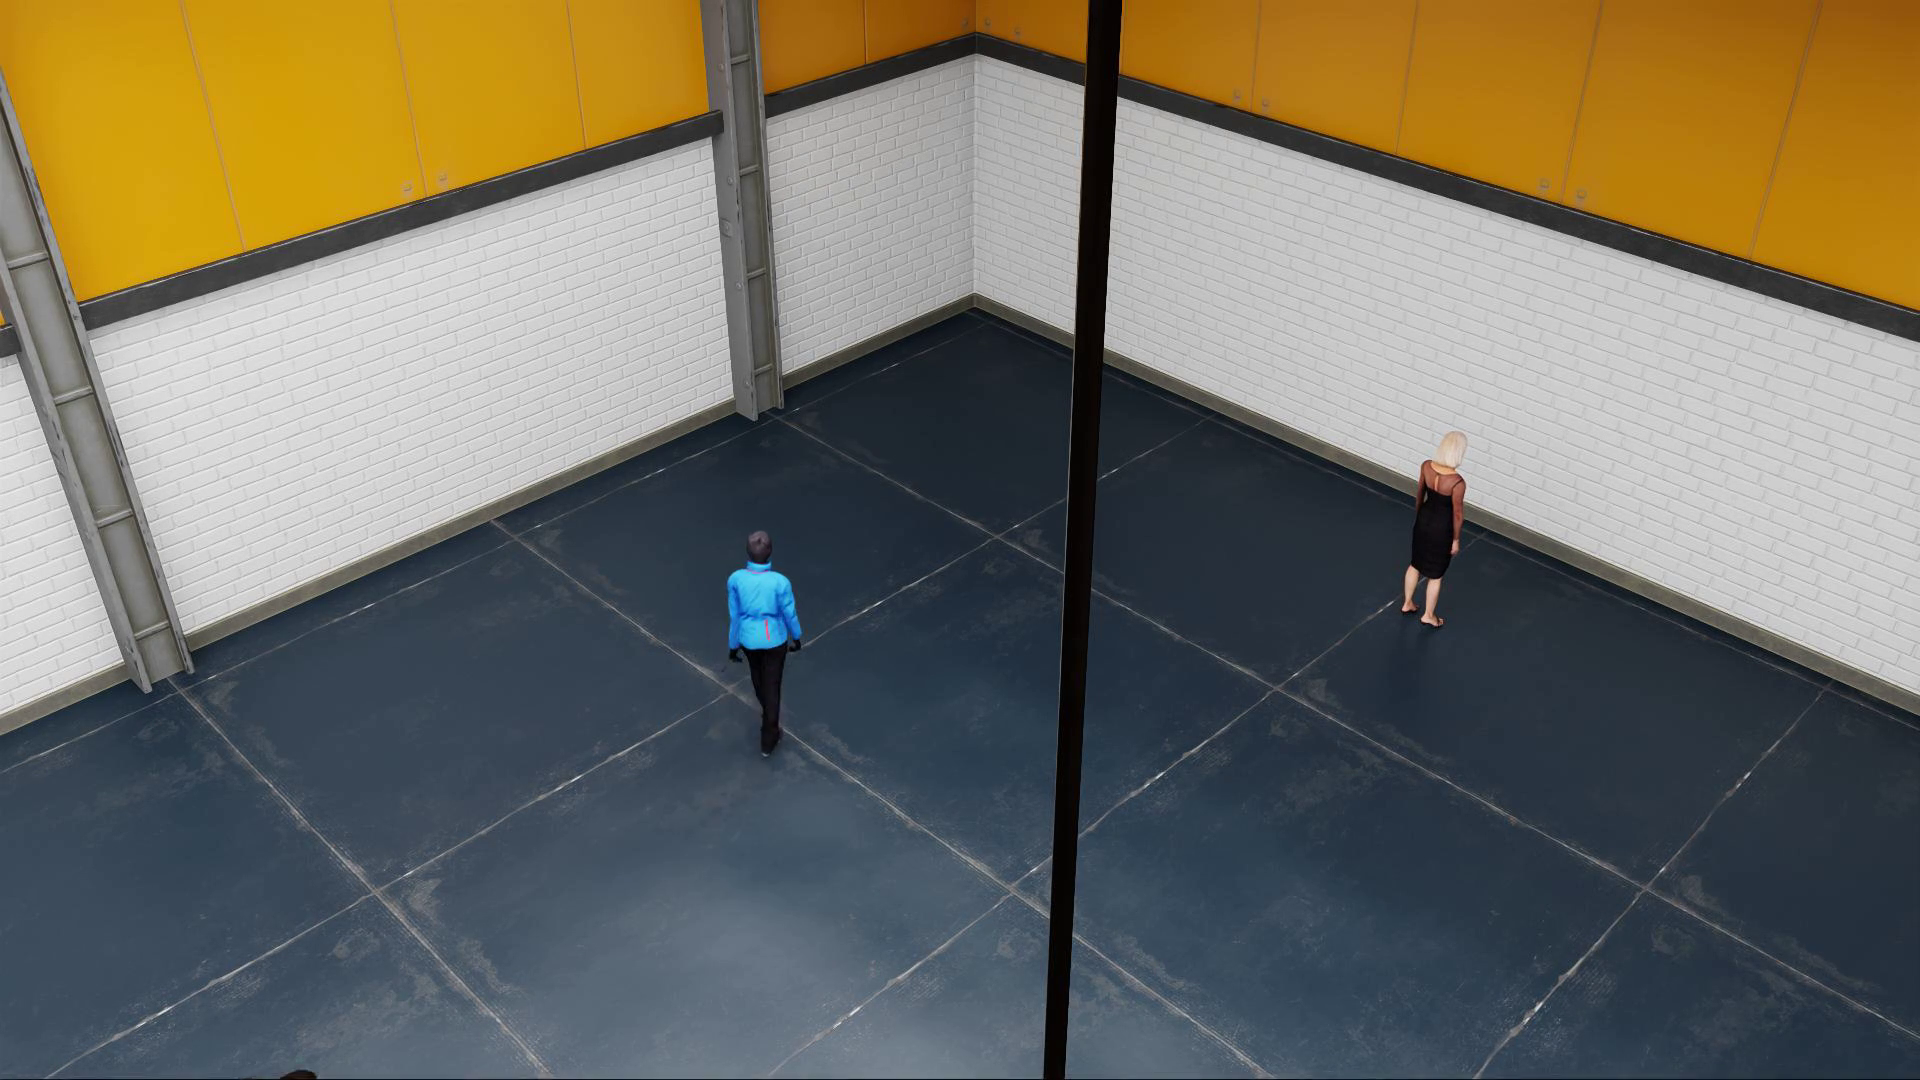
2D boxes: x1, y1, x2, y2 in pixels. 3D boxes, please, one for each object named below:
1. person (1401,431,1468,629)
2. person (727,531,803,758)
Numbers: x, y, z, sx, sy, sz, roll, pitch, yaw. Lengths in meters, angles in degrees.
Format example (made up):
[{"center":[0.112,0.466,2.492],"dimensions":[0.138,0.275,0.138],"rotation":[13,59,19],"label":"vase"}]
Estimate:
[{"center":[3.739,-0.078,13.099],"dimensions":[0.566,1.744,0.630],"rotation":[-21,39,-28],"label":"person"},{"center":[-1.422,0.778,11.788],"dimensions":[0.989,1.770,1.100],"rotation":[5,34,7],"label":"person"}]
